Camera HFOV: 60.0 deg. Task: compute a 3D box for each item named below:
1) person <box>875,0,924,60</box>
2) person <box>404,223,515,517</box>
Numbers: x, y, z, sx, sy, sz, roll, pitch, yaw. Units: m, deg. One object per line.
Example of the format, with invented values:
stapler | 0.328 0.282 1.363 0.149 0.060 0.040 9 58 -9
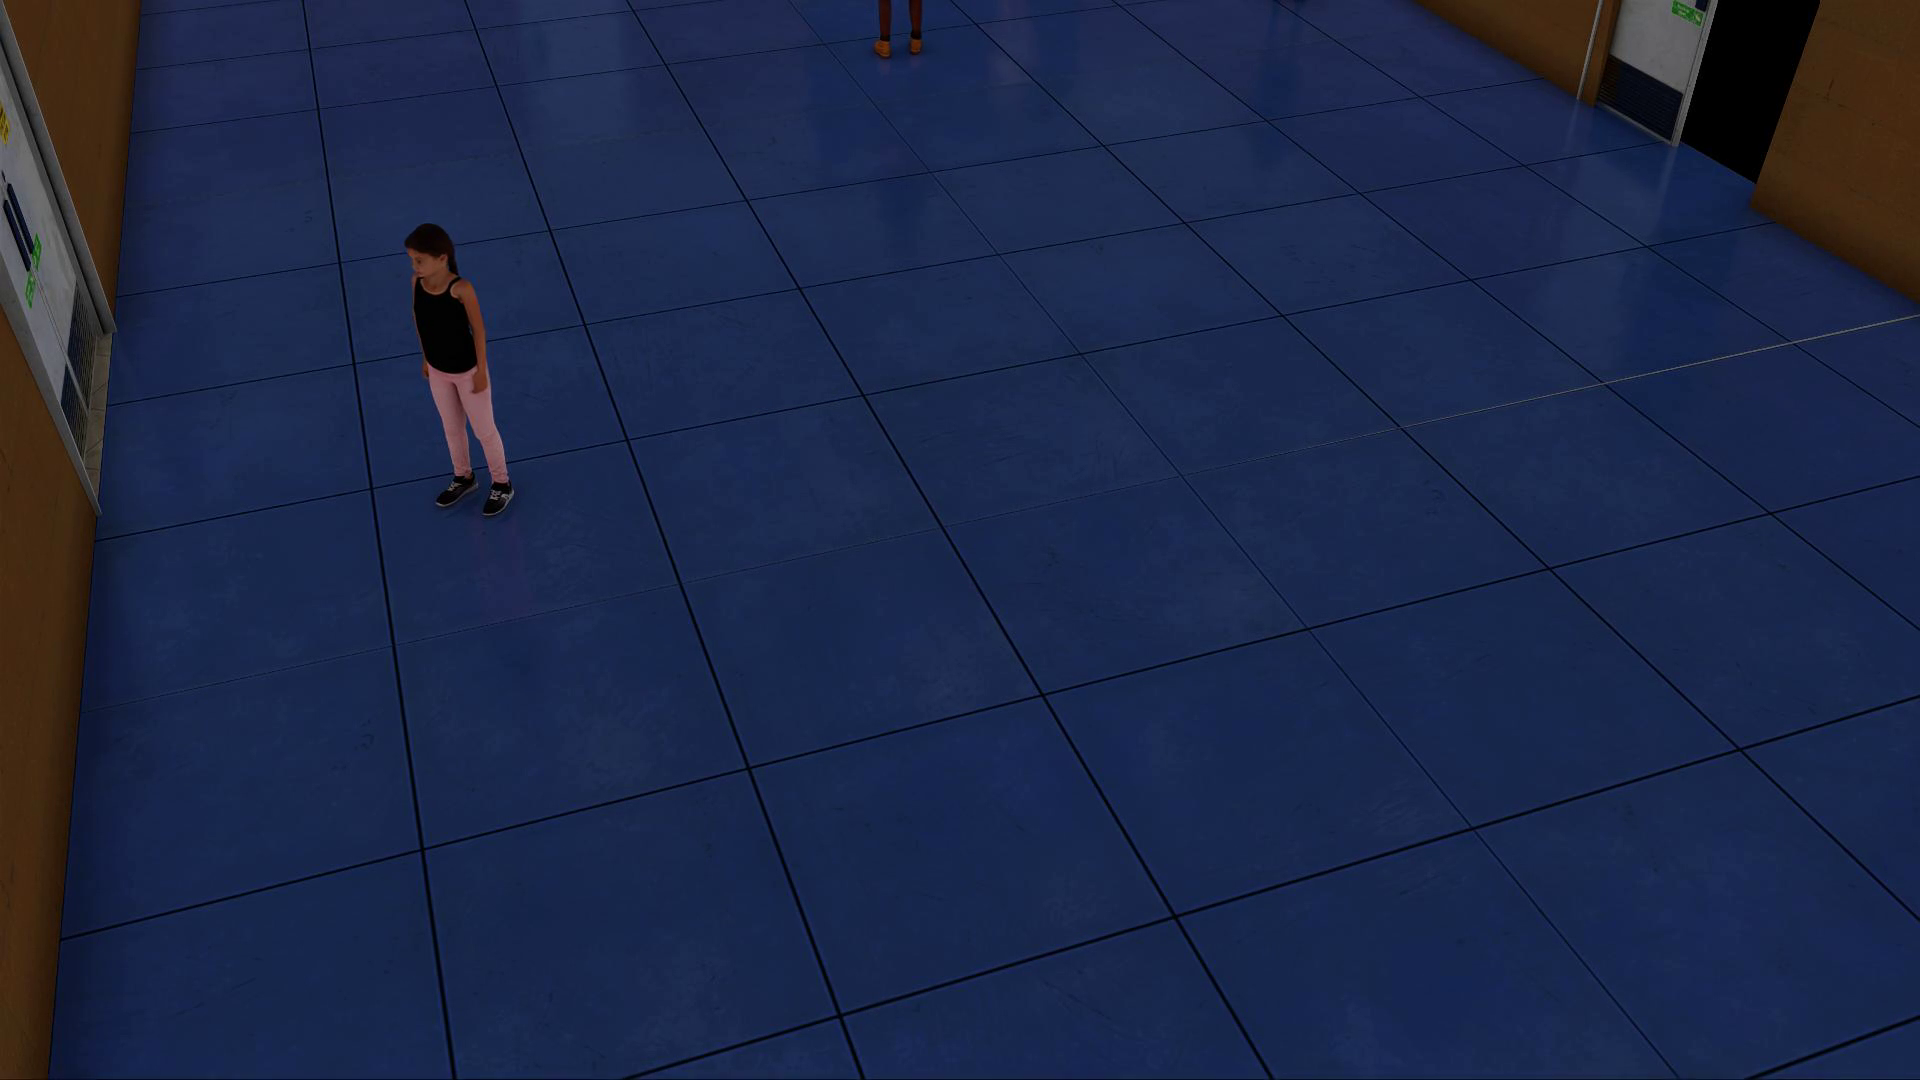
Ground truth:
person | -0.489 -4.678 13.061 0.536 1.725 0.662 -11 38 -14
person | -2.444 -0.836 8.076 0.612 1.563 0.680 13 39 16
